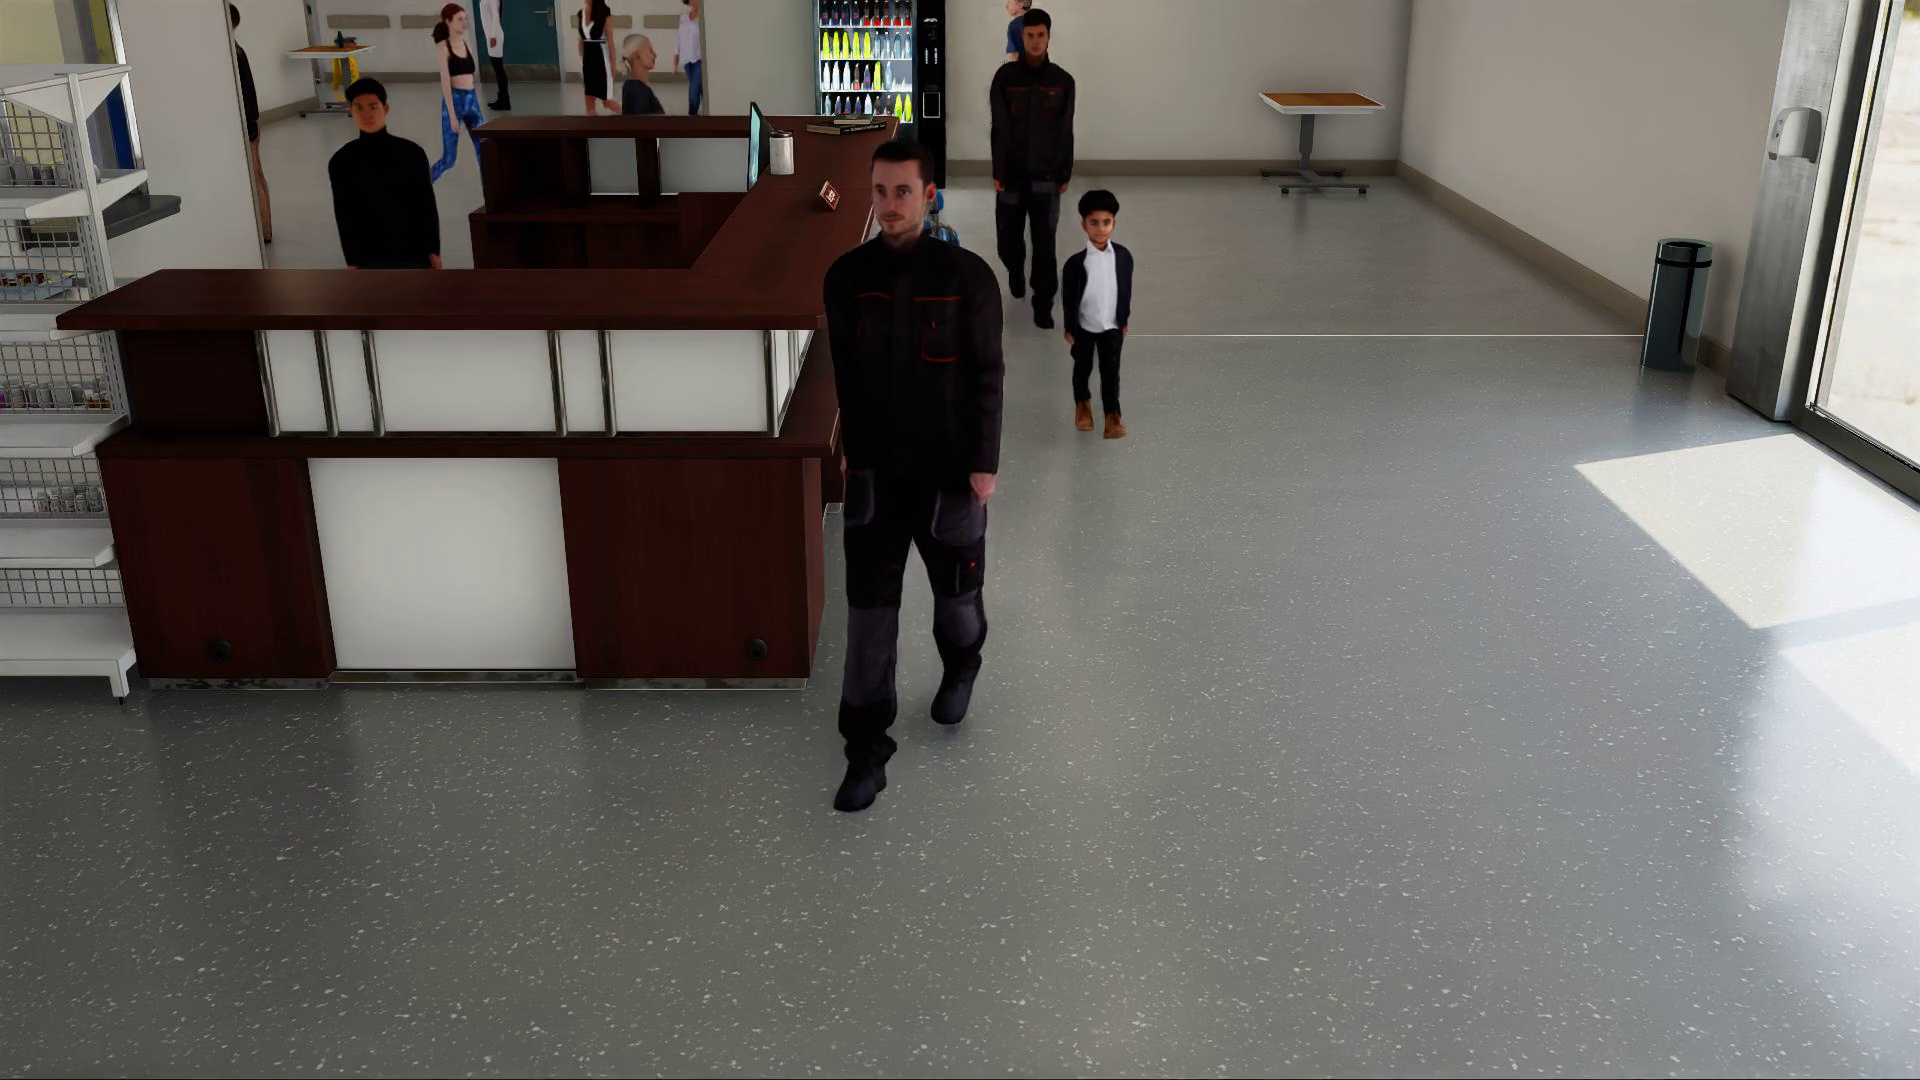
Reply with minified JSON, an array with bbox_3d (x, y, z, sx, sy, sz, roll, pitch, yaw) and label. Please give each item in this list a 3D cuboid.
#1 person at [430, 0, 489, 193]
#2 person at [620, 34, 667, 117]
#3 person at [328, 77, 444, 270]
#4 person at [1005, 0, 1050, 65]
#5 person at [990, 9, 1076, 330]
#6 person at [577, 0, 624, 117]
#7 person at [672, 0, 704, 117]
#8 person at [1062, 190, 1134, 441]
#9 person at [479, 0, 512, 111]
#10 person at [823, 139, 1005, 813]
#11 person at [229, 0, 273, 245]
[{"bbox_3d":[-4.177,-3.460,13.672,1.241,1.754,0.956,11,23,26],"label":"person"},{"bbox_3d":[-2.229,-2.554,11.335,0.722,1.715,0.719,-7,22,-18],"label":"person"},{"bbox_3d":[-2.911,-1.484,8.546,1.039,1.691,0.926,-7,22,-18],"label":"person"},{"bbox_3d":[0.701,-4.179,15.463,0.857,1.830,0.867,-18,27,-39],"label":"person"},{"bbox_3d":[0.424,-2.318,10.453,1.094,1.898,0.734,0,21,0],"label":"person"},{"bbox_3d":[-3.840,-5.051,17.844,1.007,1.776,0.871,8,22,19],"label":"person"},{"bbox_3d":[-2.986,-5.529,19.255,1.205,1.669,1.157,15,25,34],"label":"person"},{"bbox_3d":[0.661,-1.115,8.201,0.715,1.205,0.615,-2,21,-6],"label":"person"},{"bbox_3d":[-6.123,-6.603,21.894,0.644,1.808,0.679,-8,22,-19],"label":"person"},{"bbox_3d":[-0.109,-0.217,4.948,1.200,1.869,0.930,5,21,12],"label":"person"},{"bbox_3d":[-5.652,-3.271,13.052,0.699,1.840,0.748,-6,22,-16],"label":"person"}]
